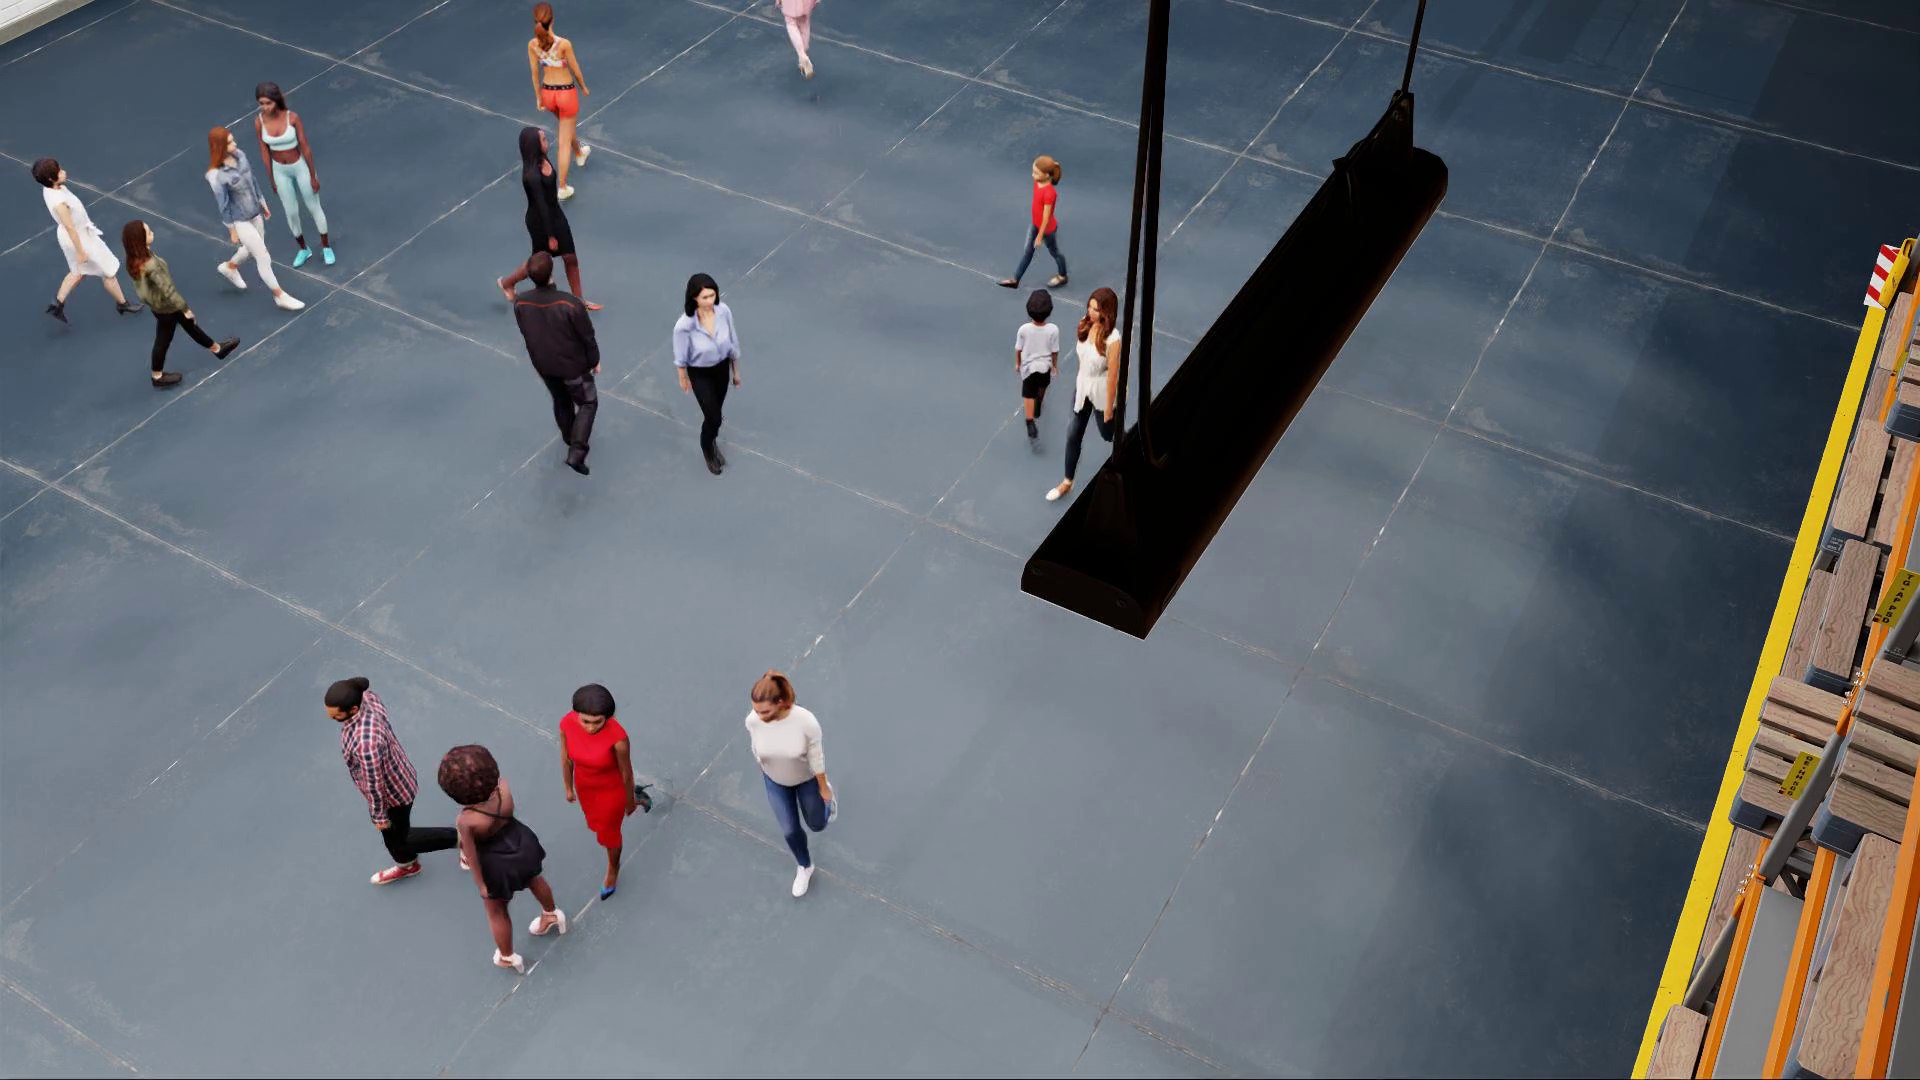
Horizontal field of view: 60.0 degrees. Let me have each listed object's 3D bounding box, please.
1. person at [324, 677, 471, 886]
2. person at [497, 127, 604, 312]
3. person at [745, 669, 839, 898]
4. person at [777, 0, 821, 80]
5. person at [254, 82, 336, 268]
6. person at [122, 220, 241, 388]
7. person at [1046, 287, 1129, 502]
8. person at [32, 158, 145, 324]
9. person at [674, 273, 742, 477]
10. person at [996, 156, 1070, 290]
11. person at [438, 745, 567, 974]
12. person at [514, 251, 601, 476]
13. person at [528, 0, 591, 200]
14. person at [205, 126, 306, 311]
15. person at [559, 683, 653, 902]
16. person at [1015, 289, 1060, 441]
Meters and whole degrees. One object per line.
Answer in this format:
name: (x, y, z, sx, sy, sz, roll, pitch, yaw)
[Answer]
person: (-3.216, 1.372, 9.523, 1.071, 1.740, 0.983, -17, 46, -17)
person: (-3.495, -2.587, 13.715, 1.011, 1.690, 1.140, 4, 44, 5)
person: (-0.941, 1.314, 9.612, 0.832, 1.702, 1.006, 5, 44, 5)
person: (-1.599, -5.415, 16.615, 0.956, 1.785, 1.001, -12, 45, -12)
person: (-5.706, -3.147, 14.278, 0.657, 1.724, 0.698, -5, 44, -6)
person: (-6.339, -1.826, 13.101, 1.081, 1.434, 0.853, -28, 50, -26)
person: (1.070, -1.086, 12.096, 1.175, 1.749, 0.896, -28, 50, -26)
person: (-7.304, -2.413, 13.645, 1.016, 1.535, 0.772, -28, 50, -26)
person: (-1.896, -1.281, 12.313, 0.686, 1.733, 0.788, -29, 51, -27)
person: (0.777, -2.668, 14.096, 0.932, 1.282, 0.827, -15, 46, -15)
person: (-2.446, 1.733, 9.113, 0.662, 1.783, 0.514, 17, 46, 17)
person: (-2.950, -1.250, 12.216, 0.925, 1.821, 1.070, 7, 44, 7)
person: (-3.642, -3.940, 15.097, 0.810, 1.743, 1.214, 8, 44, 9)
person: (-6.021, -2.676, 13.817, 0.872, 1.678, 1.062, 10, 44, 10)
person: (-2.010, 1.361, 9.548, 0.720, 1.720, 0.945, 13, 45, 14)
person: (0.591, -1.332, 12.719, 0.751, 1.246, 0.898, -2, 44, -2)
